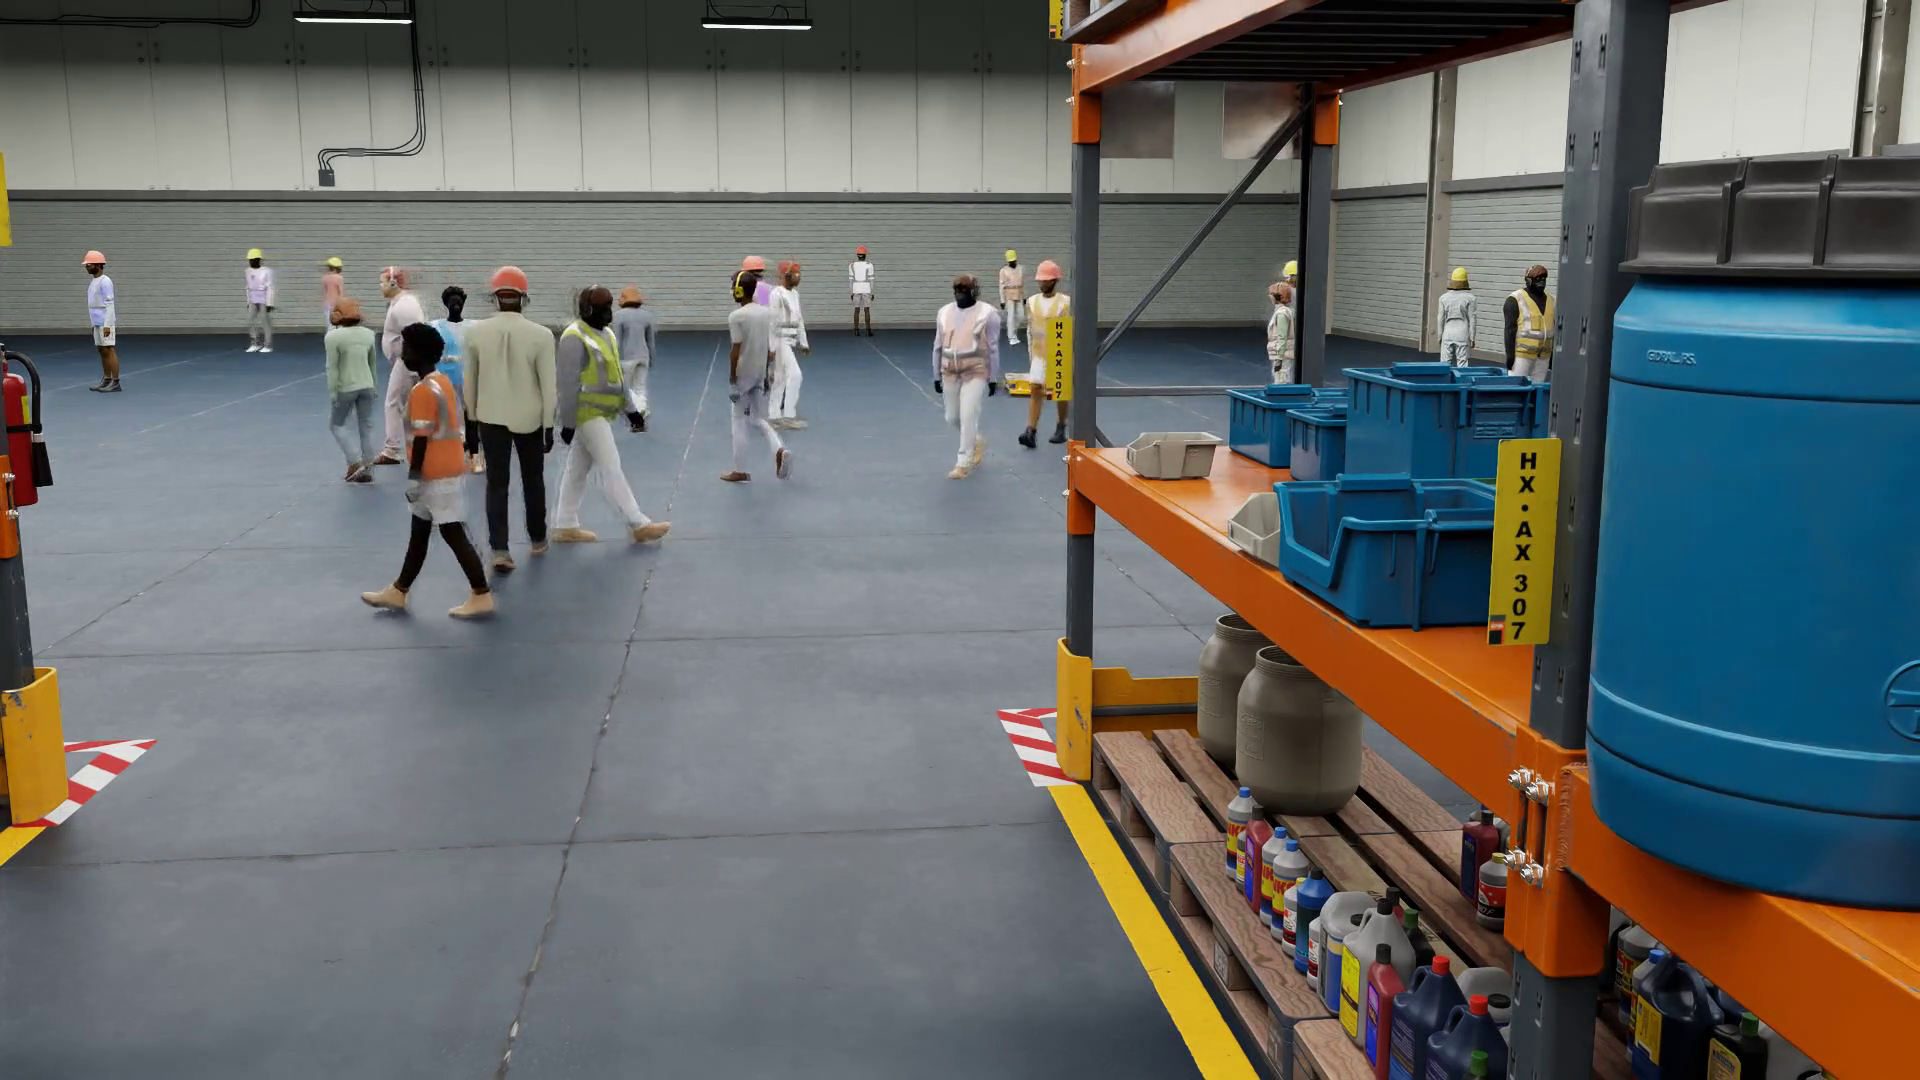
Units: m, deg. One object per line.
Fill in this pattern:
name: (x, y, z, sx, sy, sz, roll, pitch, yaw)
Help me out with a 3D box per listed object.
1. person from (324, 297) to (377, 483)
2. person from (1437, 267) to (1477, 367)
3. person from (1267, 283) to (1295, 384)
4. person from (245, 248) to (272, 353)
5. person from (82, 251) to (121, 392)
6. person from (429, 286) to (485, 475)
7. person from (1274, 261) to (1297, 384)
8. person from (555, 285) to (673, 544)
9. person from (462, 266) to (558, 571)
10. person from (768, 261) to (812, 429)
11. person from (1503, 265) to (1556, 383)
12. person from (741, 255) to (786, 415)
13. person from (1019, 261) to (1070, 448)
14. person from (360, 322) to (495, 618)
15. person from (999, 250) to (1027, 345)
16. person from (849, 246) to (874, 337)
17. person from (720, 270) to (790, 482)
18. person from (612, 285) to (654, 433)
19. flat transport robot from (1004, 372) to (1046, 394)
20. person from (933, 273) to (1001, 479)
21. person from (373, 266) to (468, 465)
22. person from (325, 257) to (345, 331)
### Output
person: (-5.245, -1.279, 14.348, 0.338, 1.624, 0.515, 8, 13, 37)
person: (6.273, -2.556, 20.991, 0.493, 1.746, 0.282, 7, 12, 34)
person: (3.468, -1.954, 17.996, 0.314, 1.637, 0.514, 2, 11, 13)
person: (-12.920, -4.375, 30.500, 0.613, 1.908, 0.651, 3, 11, 18)
person: (-11.828, -2.999, 22.896, 0.545, 1.939, 0.354, 9, 14, 42)
person: (-4.497, -1.418, 14.884, 0.535, 1.699, 0.318, -5, 12, -26)
person: (4.449, -2.801, 22.157, 0.566, 1.809, 0.616, 7, 12, 34)
person: (-2.433, -0.853, 11.515, 0.935, 1.788, 0.613, 1, 10, 5)
person: (-2.921, -0.795, 10.805, 0.613, 1.954, 1.016, -1, 10, -7)
person: (-1.873, -2.164, 18.519, 0.665, 1.858, 0.570, 2, 11, 13)
person: (5.915, -1.916, 17.224, 0.624, 1.845, 0.430, -4, 11, -19)
person: (-2.363, -2.421, 19.791, 0.584, 1.920, 0.544, 7, 12, 33)
person: (0.894, -1.876, 16.889, 0.561, 1.876, 1.007, 5, 11, 25)
person: (-3.003, -0.379, 9.295, 0.789, 1.654, 0.549, -1, 10, -7)
person: (1.033, -4.790, 32.878, 0.649, 1.875, 0.674, -5, 12, -26)
person: (-2.098, -5.328, 35.664, 0.545, 1.938, 0.362, 2, 11, 10)
person: (-1.782, -1.399, 14.372, 0.657, 1.851, 0.541, 8, 13, 38)
person: (-3.508, -1.945, 17.993, 0.525, 1.616, 0.420, -10, 14, -43)
flat transport robot: (0.975, -2.153, 22.828, 0.652, 0.197, 1.431, 0, 10, -3)
person: (0.070, -1.487, 14.945, 0.629, 1.818, 0.764, 5, 12, 27)
person: (-5.108, -1.642, 15.672, 0.922, 1.870, 0.656, -2, 10, -10)
person: (-11.382, -4.303, 30.535, 0.555, 1.745, 0.554, 7, 12, 33)
